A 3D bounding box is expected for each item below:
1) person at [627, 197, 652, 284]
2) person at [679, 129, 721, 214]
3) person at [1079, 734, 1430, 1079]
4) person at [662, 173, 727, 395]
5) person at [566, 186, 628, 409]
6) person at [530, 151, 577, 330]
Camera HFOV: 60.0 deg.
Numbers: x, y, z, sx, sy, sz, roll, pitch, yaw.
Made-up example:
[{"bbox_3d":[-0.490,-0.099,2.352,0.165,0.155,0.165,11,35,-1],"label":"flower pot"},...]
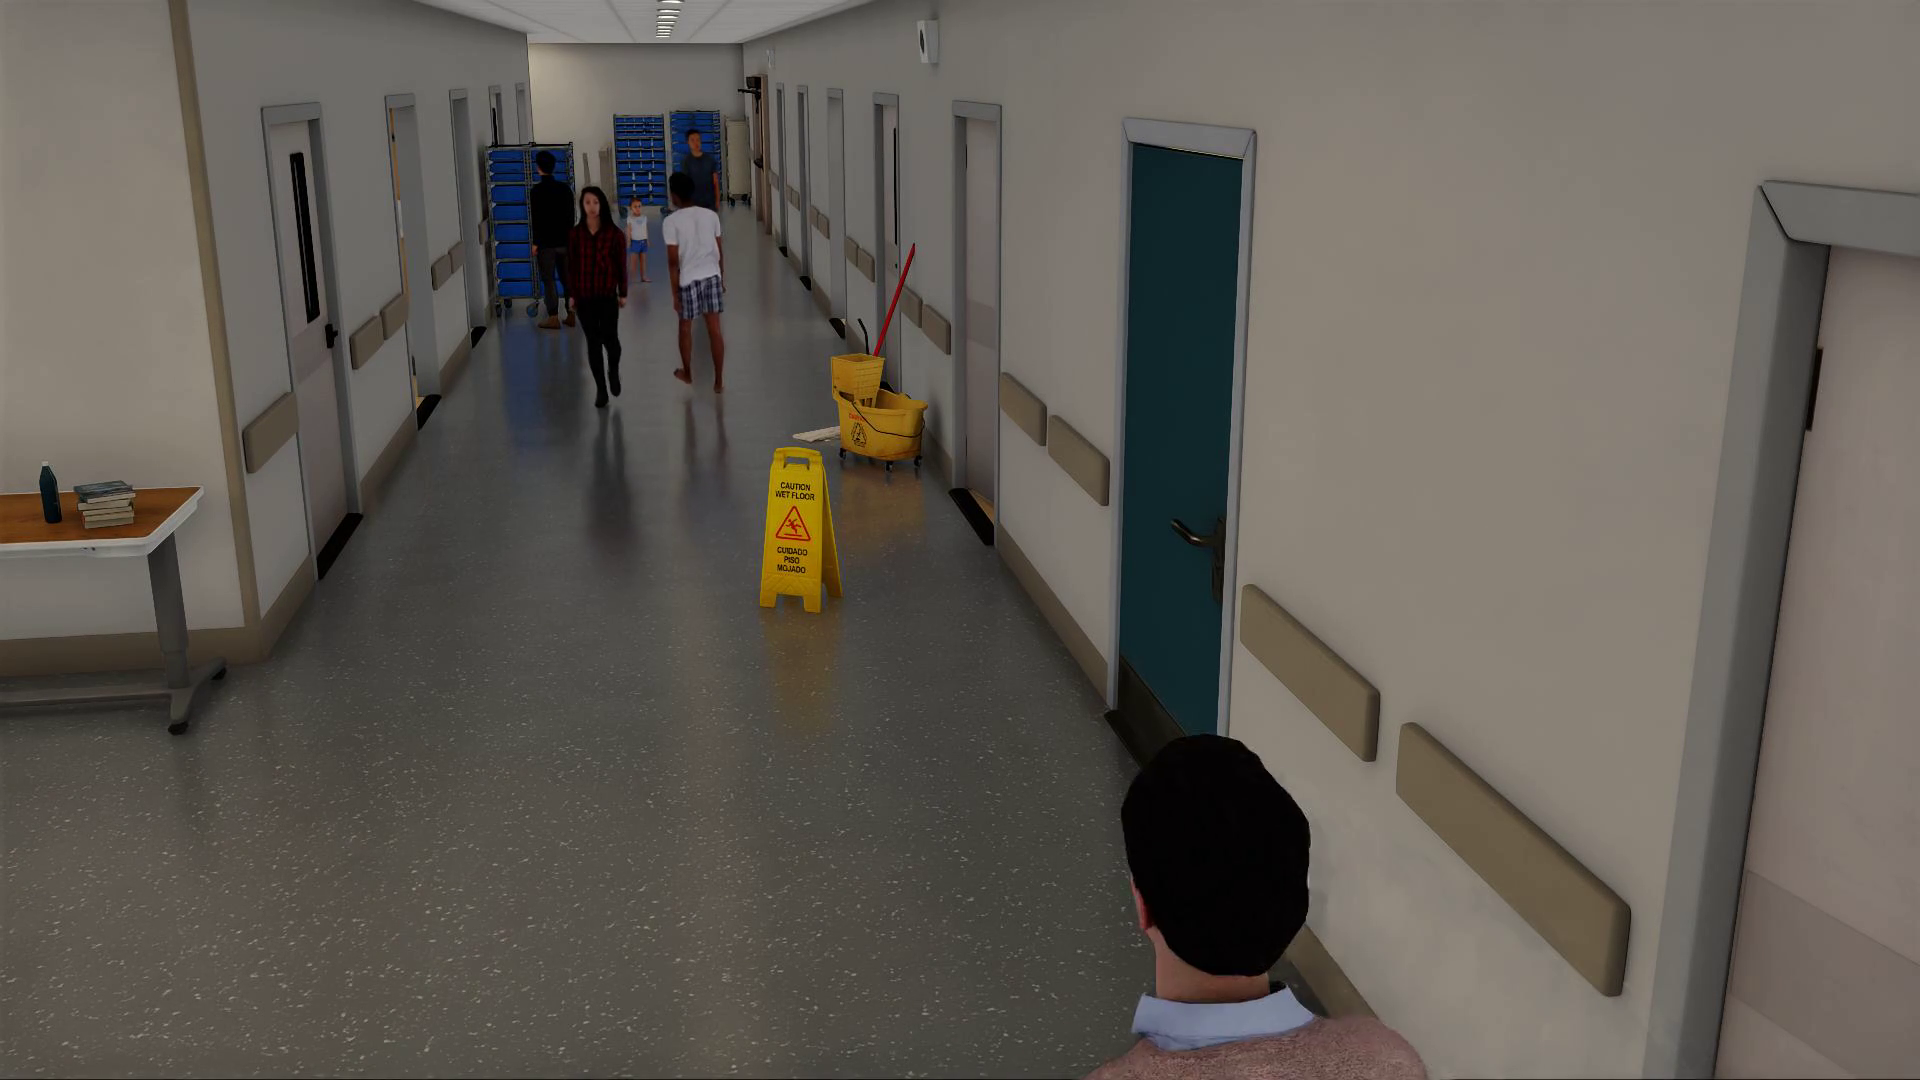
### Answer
[{"bbox_3d":[-3.878,-3.620,20.050,0.476,1.019,0.494,-10,19,-31],"label":"person"},{"bbox_3d":[-3.201,-4.080,20.270,0.865,1.785,1.020,-10,19,-32],"label":"person"},{"bbox_3d":[0.319,1.112,1.840,0.612,1.793,1.028,-3,16,-10],"label":"person"},{"bbox_3d":[-1.987,-1.913,12.796,0.860,1.670,1.225,-6,17,-21],"label":"person"},{"bbox_3d":[-2.747,-1.845,12.595,0.612,1.647,0.627,-1,16,-4],"label":"person"},{"bbox_3d":[-4.019,-2.965,16.428,0.743,1.723,0.719,14,21,40],"label":"person"}]
